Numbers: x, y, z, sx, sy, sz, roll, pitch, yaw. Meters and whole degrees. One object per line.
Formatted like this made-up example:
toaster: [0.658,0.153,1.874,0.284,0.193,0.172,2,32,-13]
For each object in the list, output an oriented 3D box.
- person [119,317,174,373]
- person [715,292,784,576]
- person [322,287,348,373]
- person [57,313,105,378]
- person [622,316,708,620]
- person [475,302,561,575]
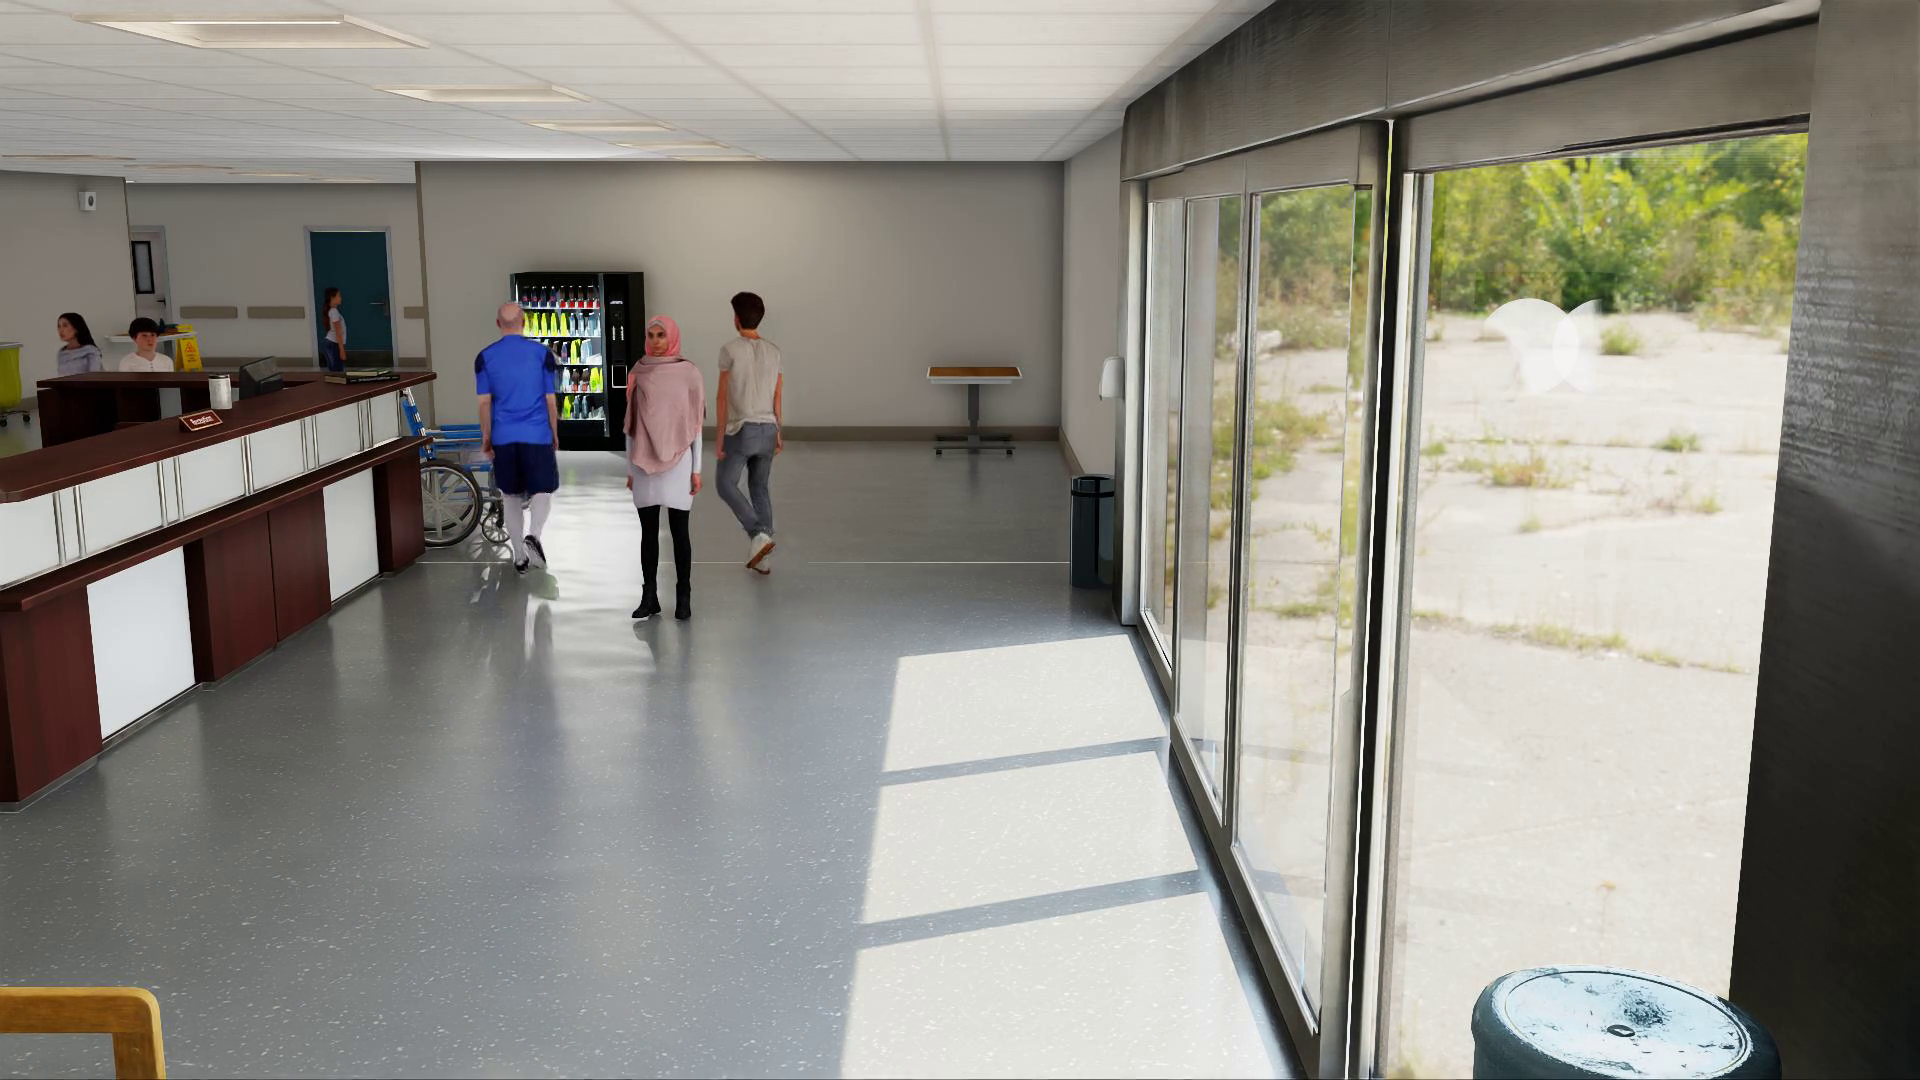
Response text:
person: [-6.069,-0.844,12.485,0.709,1.654,0.660,9,14,40]
person: [-1.351,-0.682,11.018,0.852,1.883,0.915,-8,13,-35]
person: [-7.943,-2.436,21.123,0.672,1.562,0.632,-7,13,-34]
person: [-7.145,-1.047,13.733,1.040,1.587,0.833,3,11,14]
person: [-1.765,-0.429,9.900,0.536,1.803,0.692,1,11,3]
person: [-2.901,-0.650,10.991,0.909,1.830,0.808,-2,11,-8]
